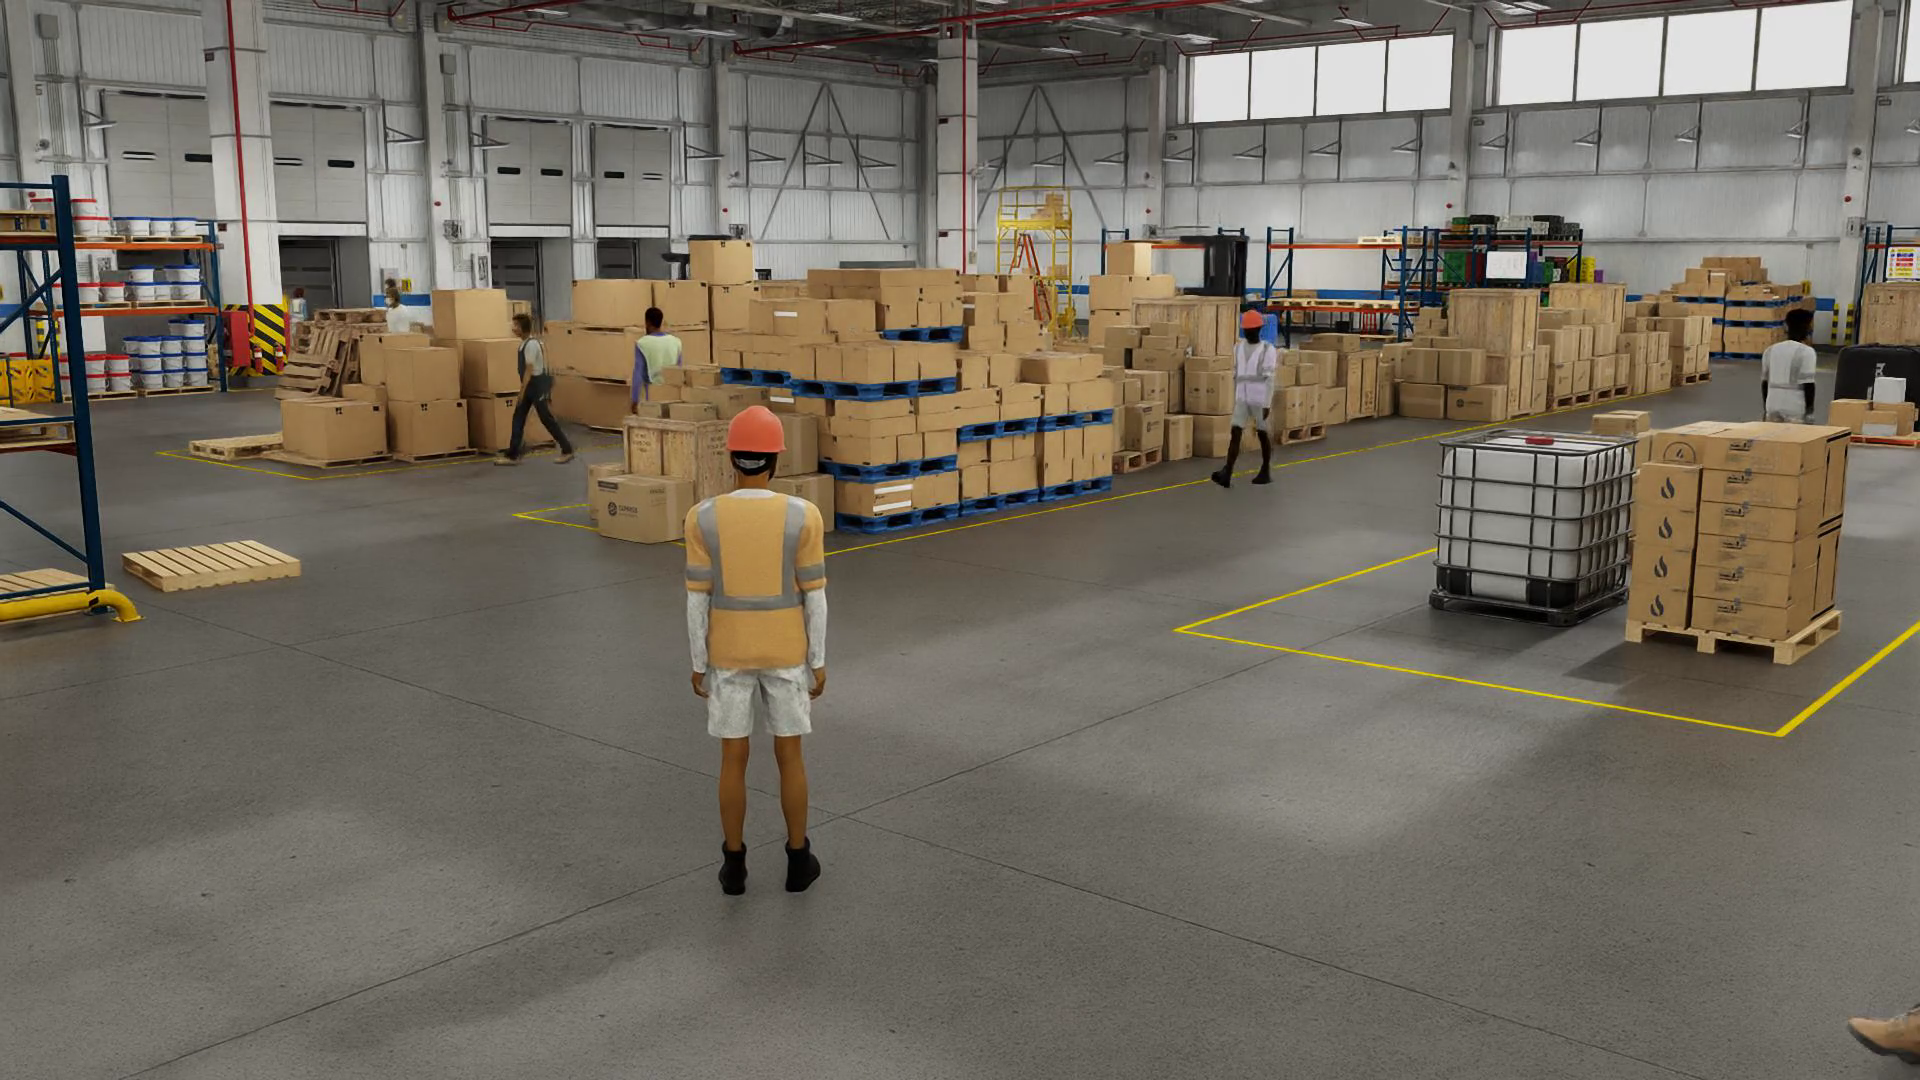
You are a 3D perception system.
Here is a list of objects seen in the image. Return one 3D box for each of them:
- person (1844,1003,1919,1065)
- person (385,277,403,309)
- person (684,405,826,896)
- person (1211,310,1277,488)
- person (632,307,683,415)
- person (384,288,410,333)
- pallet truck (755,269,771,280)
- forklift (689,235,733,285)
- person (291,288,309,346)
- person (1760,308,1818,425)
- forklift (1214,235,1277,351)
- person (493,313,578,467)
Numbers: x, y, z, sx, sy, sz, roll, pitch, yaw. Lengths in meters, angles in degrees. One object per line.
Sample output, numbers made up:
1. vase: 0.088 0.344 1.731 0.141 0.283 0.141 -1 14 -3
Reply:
1. person: 3.215 0.832 5.135 0.868 1.643 0.549 1 10 7
2. person: -12.158 -4.689 35.798 0.521 1.935 0.656 -7 12 -33
3. person: -0.799 0.438 6.579 0.548 1.936 0.378 0 10 -2
4. person: 3.075 -1.490 17.700 0.573 1.881 0.994 9 13 41
5. person: -3.264 -1.568 18.102 0.398 1.906 0.640 10 14 43
6. person: -9.040 -3.031 26.408 0.885 1.906 0.662 -9 13 -42
7. pallet truck: -4.996 -6.432 45.525 1.885 1.965 0.823 -6 12 -32
8. forklift: -5.312 -5.156 35.748 1.873 2.768 1.129 9 13 42
9. person: -15.601 -5.166 39.440 0.538 1.586 0.848 5 11 27
10. person: 8.168 -1.298 16.385 0.362 1.963 0.613 -4 11 -21
11. forklift: 5.998 -5.336 36.775 1.873 2.768 1.129 8 13 40
12. person: -4.973 -1.754 19.488 0.957 1.804 0.519 -6 12 -31
